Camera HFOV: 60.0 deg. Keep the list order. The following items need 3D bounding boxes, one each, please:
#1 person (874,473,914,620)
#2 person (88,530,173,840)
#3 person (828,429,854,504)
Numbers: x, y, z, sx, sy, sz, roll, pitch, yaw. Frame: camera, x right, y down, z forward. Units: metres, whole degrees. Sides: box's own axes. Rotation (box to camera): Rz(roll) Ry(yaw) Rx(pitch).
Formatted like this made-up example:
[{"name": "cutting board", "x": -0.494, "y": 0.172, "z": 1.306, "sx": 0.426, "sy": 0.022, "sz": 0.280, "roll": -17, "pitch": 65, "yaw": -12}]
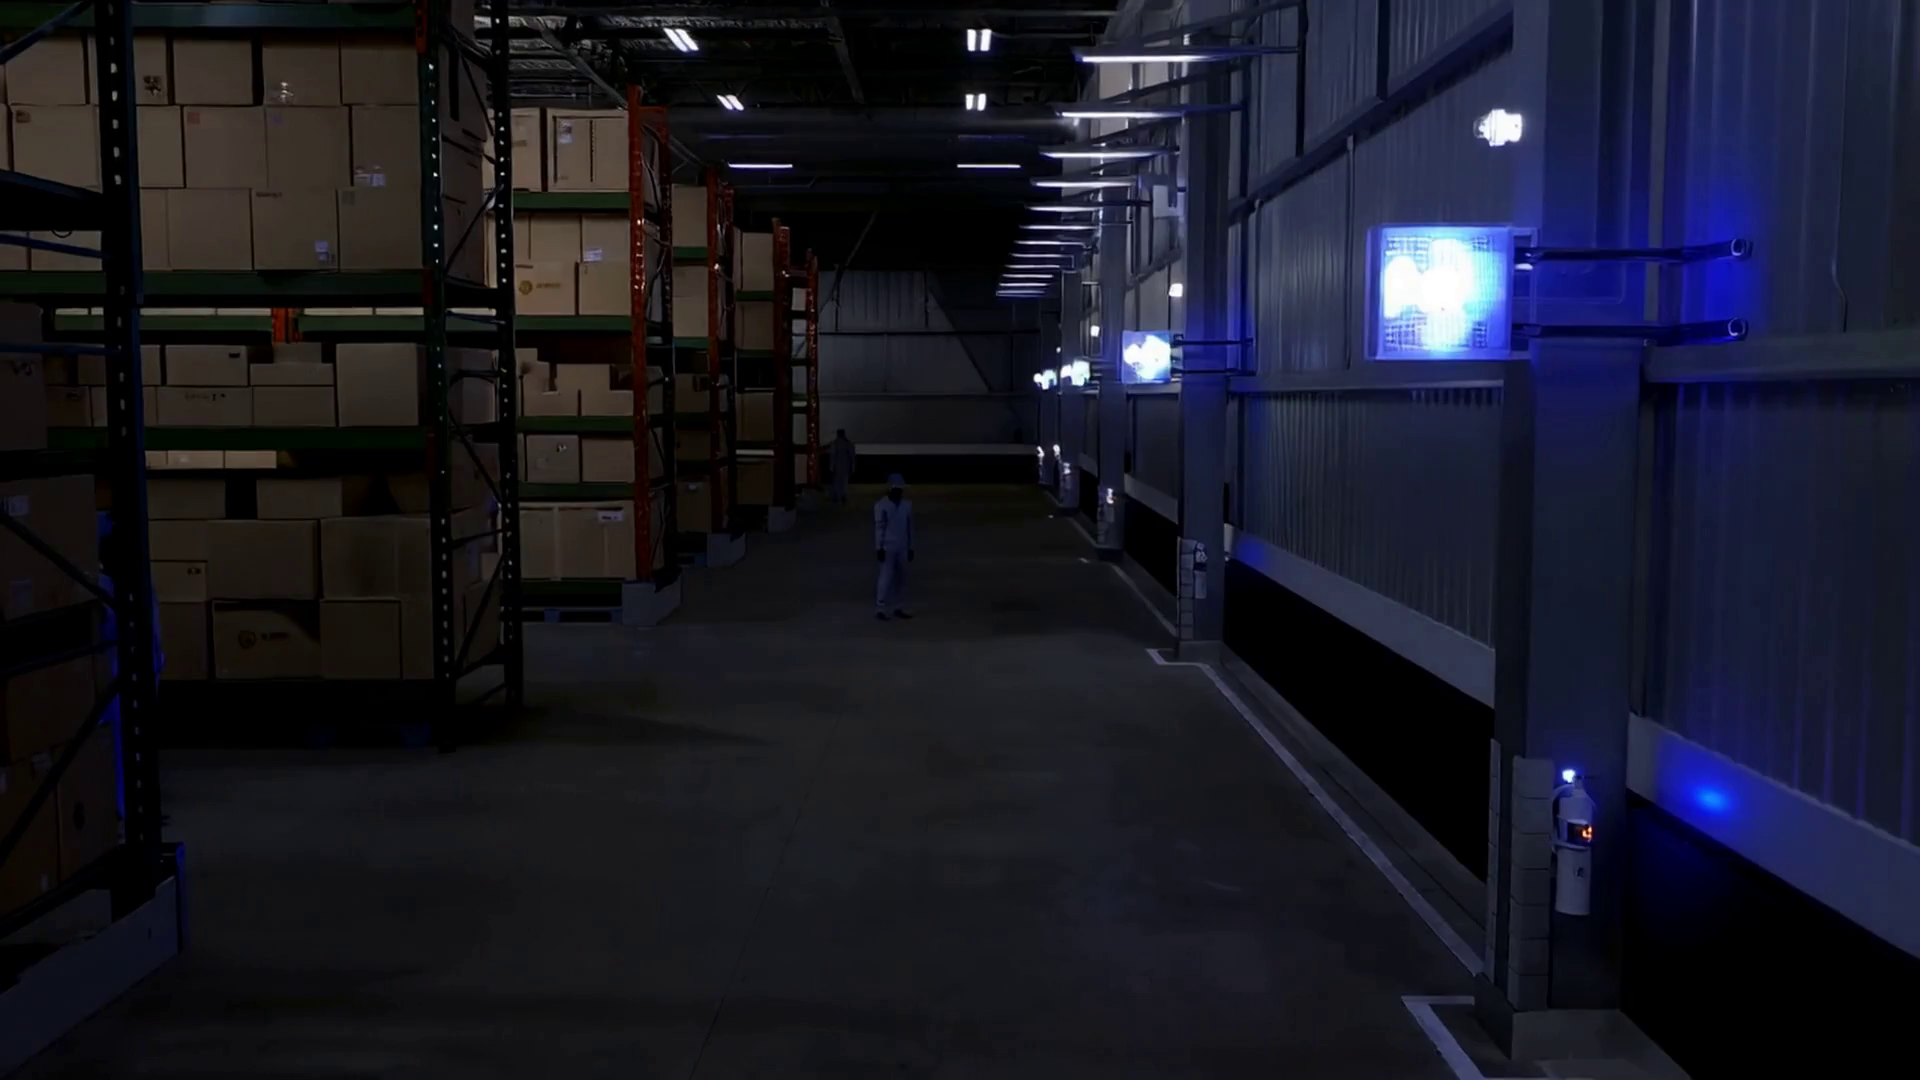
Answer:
[{"name": "person", "x": -0.749, "y": 0.075, "z": 19.599, "sx": 0.566, "sy": 1.742, "sz": 0.351, "roll": -5, "pitch": 7, "yaw": -44}, {"name": "person", "x": -5.000, "y": 0.852, "z": 9.976, "sx": 0.429, "sy": 1.844, "sz": 0.627, "roll": 1, "pitch": 5, "yaw": 9}, {"name": "person", "x": -2.906, "y": -1.807, "z": 40.845, "sx": 0.641, "sy": 1.863, "sz": 0.846, "roll": -1, "pitch": 5, "yaw": -13}]
